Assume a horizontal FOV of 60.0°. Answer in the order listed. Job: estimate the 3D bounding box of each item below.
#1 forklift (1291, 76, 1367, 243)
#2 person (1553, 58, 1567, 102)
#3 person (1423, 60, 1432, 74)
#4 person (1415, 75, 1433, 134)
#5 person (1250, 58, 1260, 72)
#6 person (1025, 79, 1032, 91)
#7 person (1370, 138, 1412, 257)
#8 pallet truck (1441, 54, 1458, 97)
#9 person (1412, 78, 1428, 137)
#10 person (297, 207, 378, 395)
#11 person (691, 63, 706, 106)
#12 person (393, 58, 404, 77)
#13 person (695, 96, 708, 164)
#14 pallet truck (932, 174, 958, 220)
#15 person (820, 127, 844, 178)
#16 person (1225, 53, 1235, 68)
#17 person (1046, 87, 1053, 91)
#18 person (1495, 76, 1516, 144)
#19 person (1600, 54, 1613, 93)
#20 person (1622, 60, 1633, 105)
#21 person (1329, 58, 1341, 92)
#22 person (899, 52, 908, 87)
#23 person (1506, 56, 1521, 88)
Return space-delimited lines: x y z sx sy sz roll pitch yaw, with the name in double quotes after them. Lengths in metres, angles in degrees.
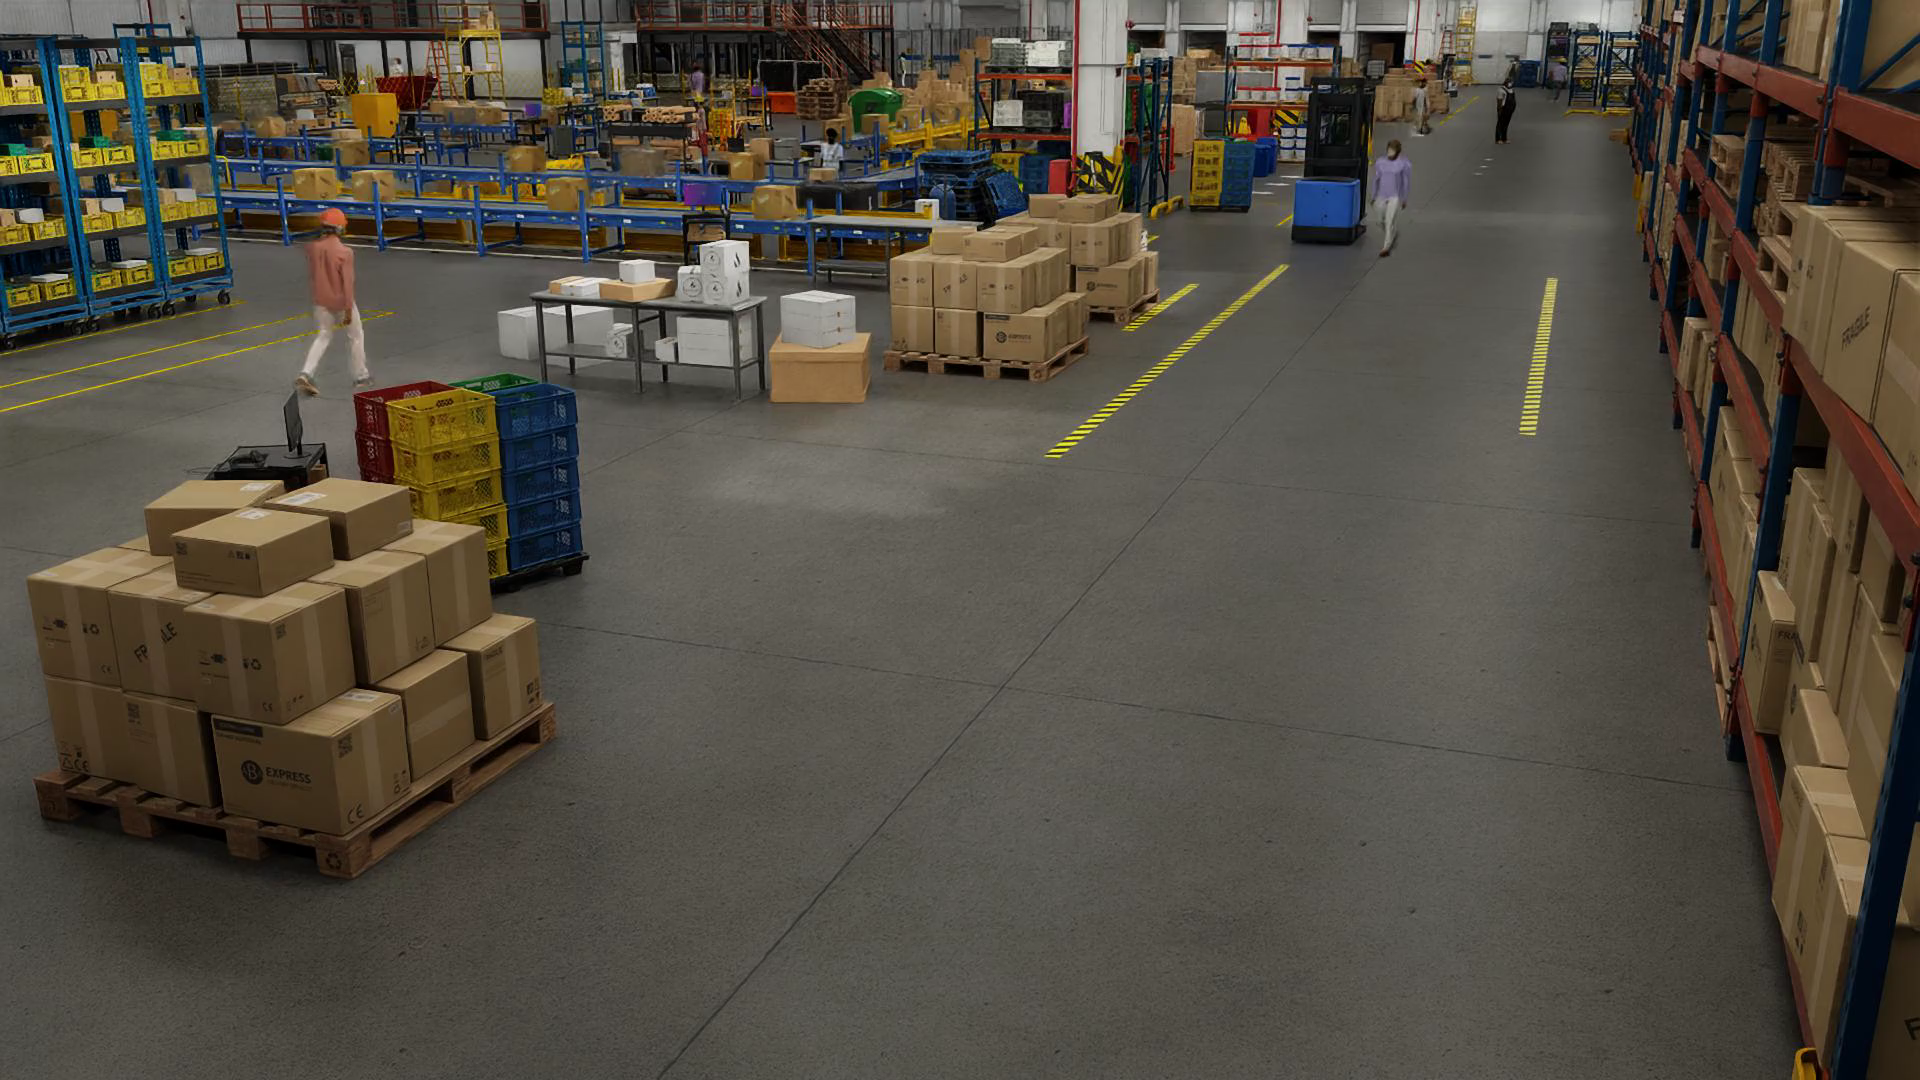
6.598 -6.755 29.381 1.129 2.768 1.873 6 19 19 "forklift"
26.923 -20.590 74.446 0.674 1.890 0.605 -11 20 -30 "person"
22.749 -22.521 80.903 0.538 1.658 0.862 -8 19 -23 "person"
15.312 -14.348 54.862 0.661 1.903 0.620 -1 18 -4 "person"
14.545 -22.975 82.194 0.486 1.743 0.299 4 18 12 "person"
2.698 -17.476 64.710 0.310 1.868 0.533 -1 18 -3 "person"
7.139 -5.668 27.523 0.645 1.925 0.614 14 22 37 "person"
22.765 -21.886 78.355 0.823 1.965 1.885 -4 18 -14 "pallet truck"
14.825 -13.838 53.305 0.670 1.848 0.565 17 24 42 "person"
-6.674 -2.519 17.591 0.609 1.960 0.945 6 19 18 "person"
-10.112 -17.470 64.472 0.916 2.013 0.616 15 23 38 "person"
-25.801 -21.228 76.509 0.472 1.871 0.583 5 18 16 "person"
-6.887 -10.901 44.210 0.306 1.772 0.527 -6 19 -17 "person"
-0.507 -5.292 27.348 0.653 1.274 1.630 6 19 19 "pallet truck"
-2.588 -7.415 33.374 0.575 1.690 0.368 10 20 28 "person"
13.627 -23.472 83.531 0.639 1.885 1.002 -11 21 -31 "person"
2.588 -12.184 48.199 0.626 1.788 0.889 5 18 17 "person"
16.649 -13.091 50.651 0.689 2.000 0.537 -14 23 -38 "person"
31.730 -22.887 81.623 0.567 1.925 0.598 -3 18 -10 "person"
28.823 -19.702 71.609 0.660 1.923 0.440 0 18 -1 "person"
17.648 -21.774 78.351 0.980 1.798 0.617 -5 18 -17 "person"
-2.969 -24.724 87.527 0.429 1.844 0.626 0 18 0 "person"
26.931 -22.610 80.955 0.622 1.801 0.404 13 22 36 "person"
